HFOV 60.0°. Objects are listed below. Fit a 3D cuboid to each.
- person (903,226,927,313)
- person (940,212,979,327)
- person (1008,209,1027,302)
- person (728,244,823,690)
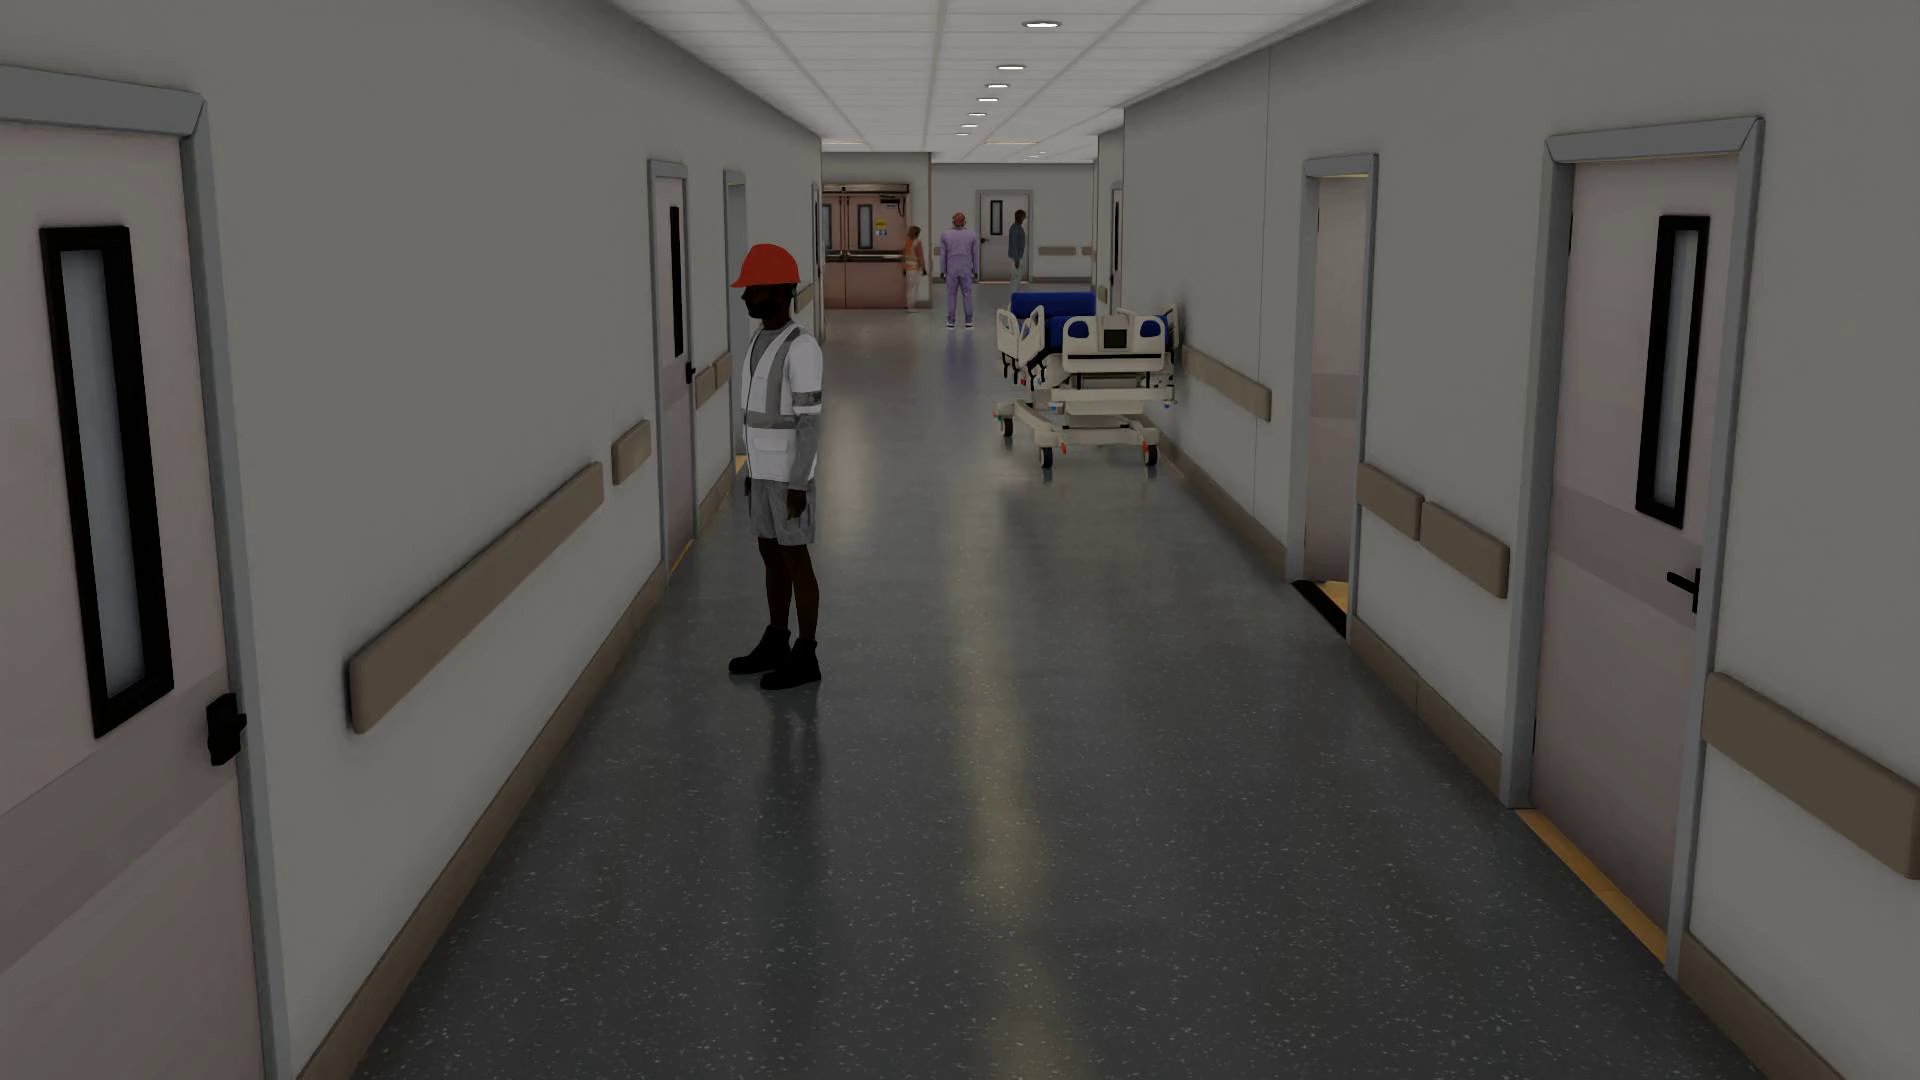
[{"bbox_3d":[-0.851,-5.073,31.253,0.439,1.623,0.520,-8,14,-33],"label":"person"},{"bbox_3d":[-0.014,-4.512,27.809,0.655,1.906,0.407,0,12,-2],"label":"person"},{"bbox_3d":[1.133,-5.514,32.647,0.384,1.930,0.634,2,12,9],"label":"person"},{"bbox_3d":[-0.810,-0.316,7.292,0.357,1.938,0.542,-7,14,-32],"label":"person"}]
